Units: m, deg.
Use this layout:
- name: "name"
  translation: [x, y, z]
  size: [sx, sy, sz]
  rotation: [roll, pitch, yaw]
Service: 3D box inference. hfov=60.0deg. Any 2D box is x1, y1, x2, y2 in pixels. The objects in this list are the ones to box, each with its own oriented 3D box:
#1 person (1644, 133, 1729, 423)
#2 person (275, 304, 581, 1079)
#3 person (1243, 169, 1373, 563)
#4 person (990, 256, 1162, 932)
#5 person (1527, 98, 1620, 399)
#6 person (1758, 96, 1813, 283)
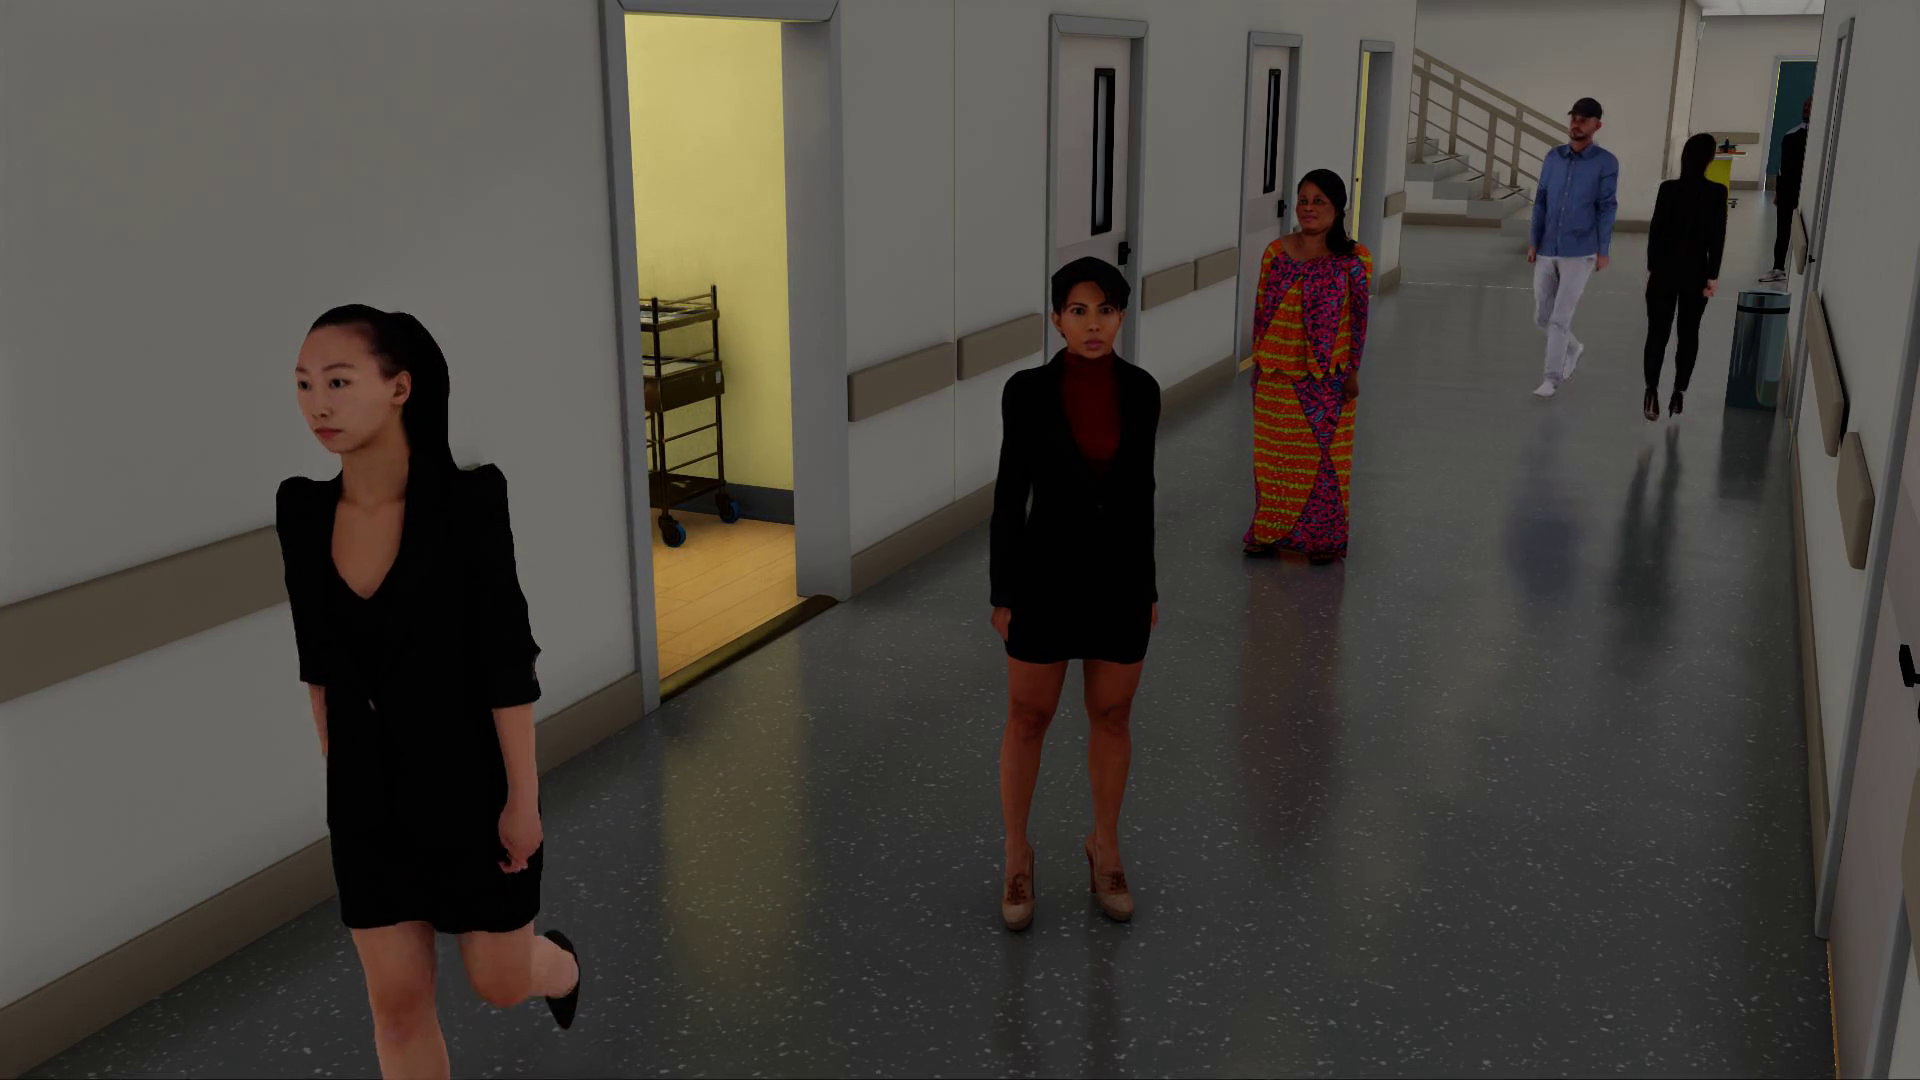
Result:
- name: "person"
  translation: [4.165, -1.476, 9.669]
  size: [0.967, 1.678, 0.633]
  rotation: [7, 17, 24]
- name: "person"
  translation: [-0.885, 0.434, 2.898]
  size: [0.908, 1.675, 0.826]
  rotation: [2, 16, 7]
- name: "person"
  translation: [1.481, -0.752, 7.085]
  size: [0.567, 1.686, 0.684]
  rotation: [7, 17, 24]
- name: "person"
  translation: [0.279, 0.147, 3.983]
  size: [0.698, 1.639, 0.761]
  rotation: [-2, 16, -8]
- name: "person"
  translation: [3.931, -1.863, 10.705]
  size: [0.957, 1.860, 1.104]
  rotation: [-15, 22, -42]
- name: "person"
  translation: [8.339, -3.475, 16.482]
  size: [0.796, 1.828, 0.673]
  rotation: [-11, 19, -34]
